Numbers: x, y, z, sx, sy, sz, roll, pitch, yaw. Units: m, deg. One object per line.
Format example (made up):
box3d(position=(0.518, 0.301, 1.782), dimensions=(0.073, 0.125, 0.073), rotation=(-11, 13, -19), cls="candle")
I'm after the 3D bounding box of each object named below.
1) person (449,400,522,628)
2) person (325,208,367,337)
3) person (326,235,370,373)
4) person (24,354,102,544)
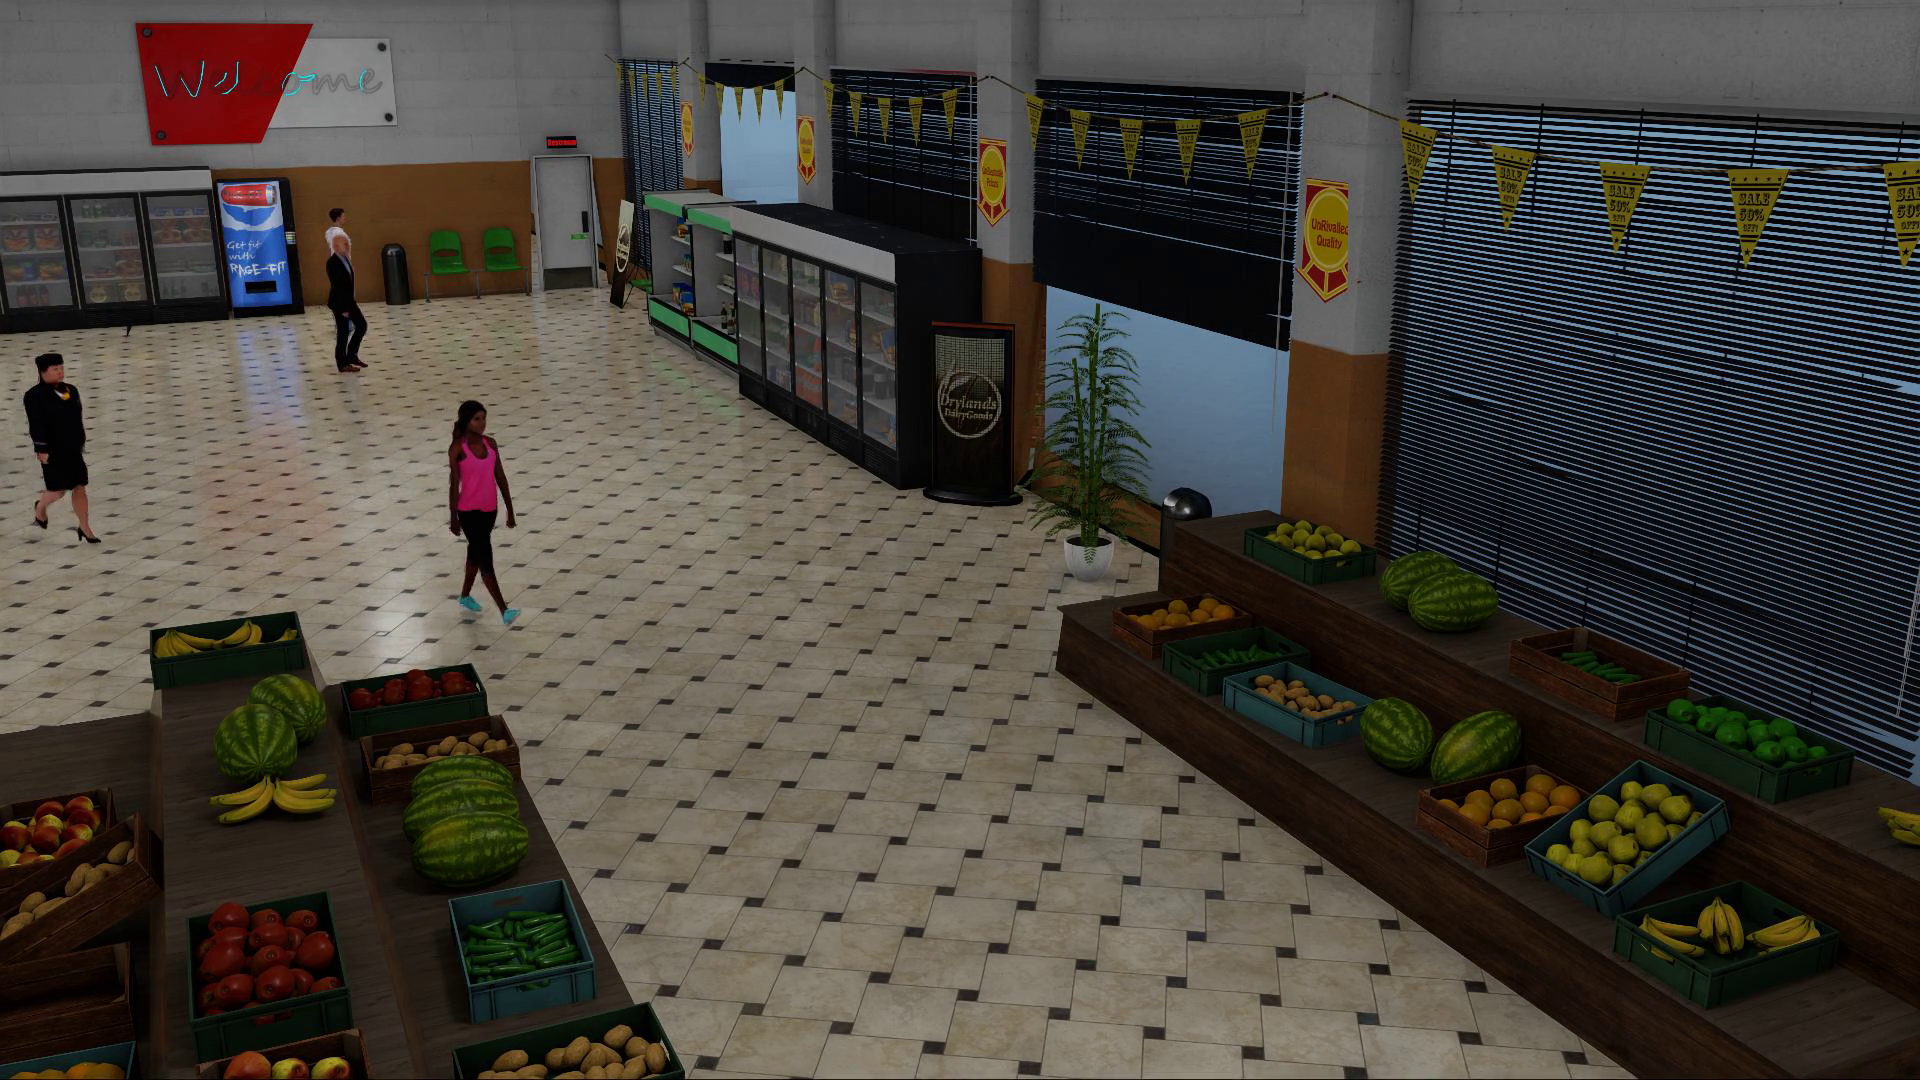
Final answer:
box3d(position=(-3.659, -0.200, 12.449), dimensions=(1.193, 1.671, 0.879), rotation=(15, 22, 40), cls="person")
box3d(position=(-9.111, -3.947, 24.480), dimensions=(0.626, 1.850, 0.782), rotation=(15, 22, 40), cls="person")
box3d(position=(-8.144, -3.084, 21.748), dimensions=(0.886, 1.786, 0.748), rotation=(0, 17, 0), cls="person")
box3d(position=(-7.813, -0.773, 14.357), dimensions=(1.073, 1.659, 0.999), rotation=(7, 18, 22), cls="person")
